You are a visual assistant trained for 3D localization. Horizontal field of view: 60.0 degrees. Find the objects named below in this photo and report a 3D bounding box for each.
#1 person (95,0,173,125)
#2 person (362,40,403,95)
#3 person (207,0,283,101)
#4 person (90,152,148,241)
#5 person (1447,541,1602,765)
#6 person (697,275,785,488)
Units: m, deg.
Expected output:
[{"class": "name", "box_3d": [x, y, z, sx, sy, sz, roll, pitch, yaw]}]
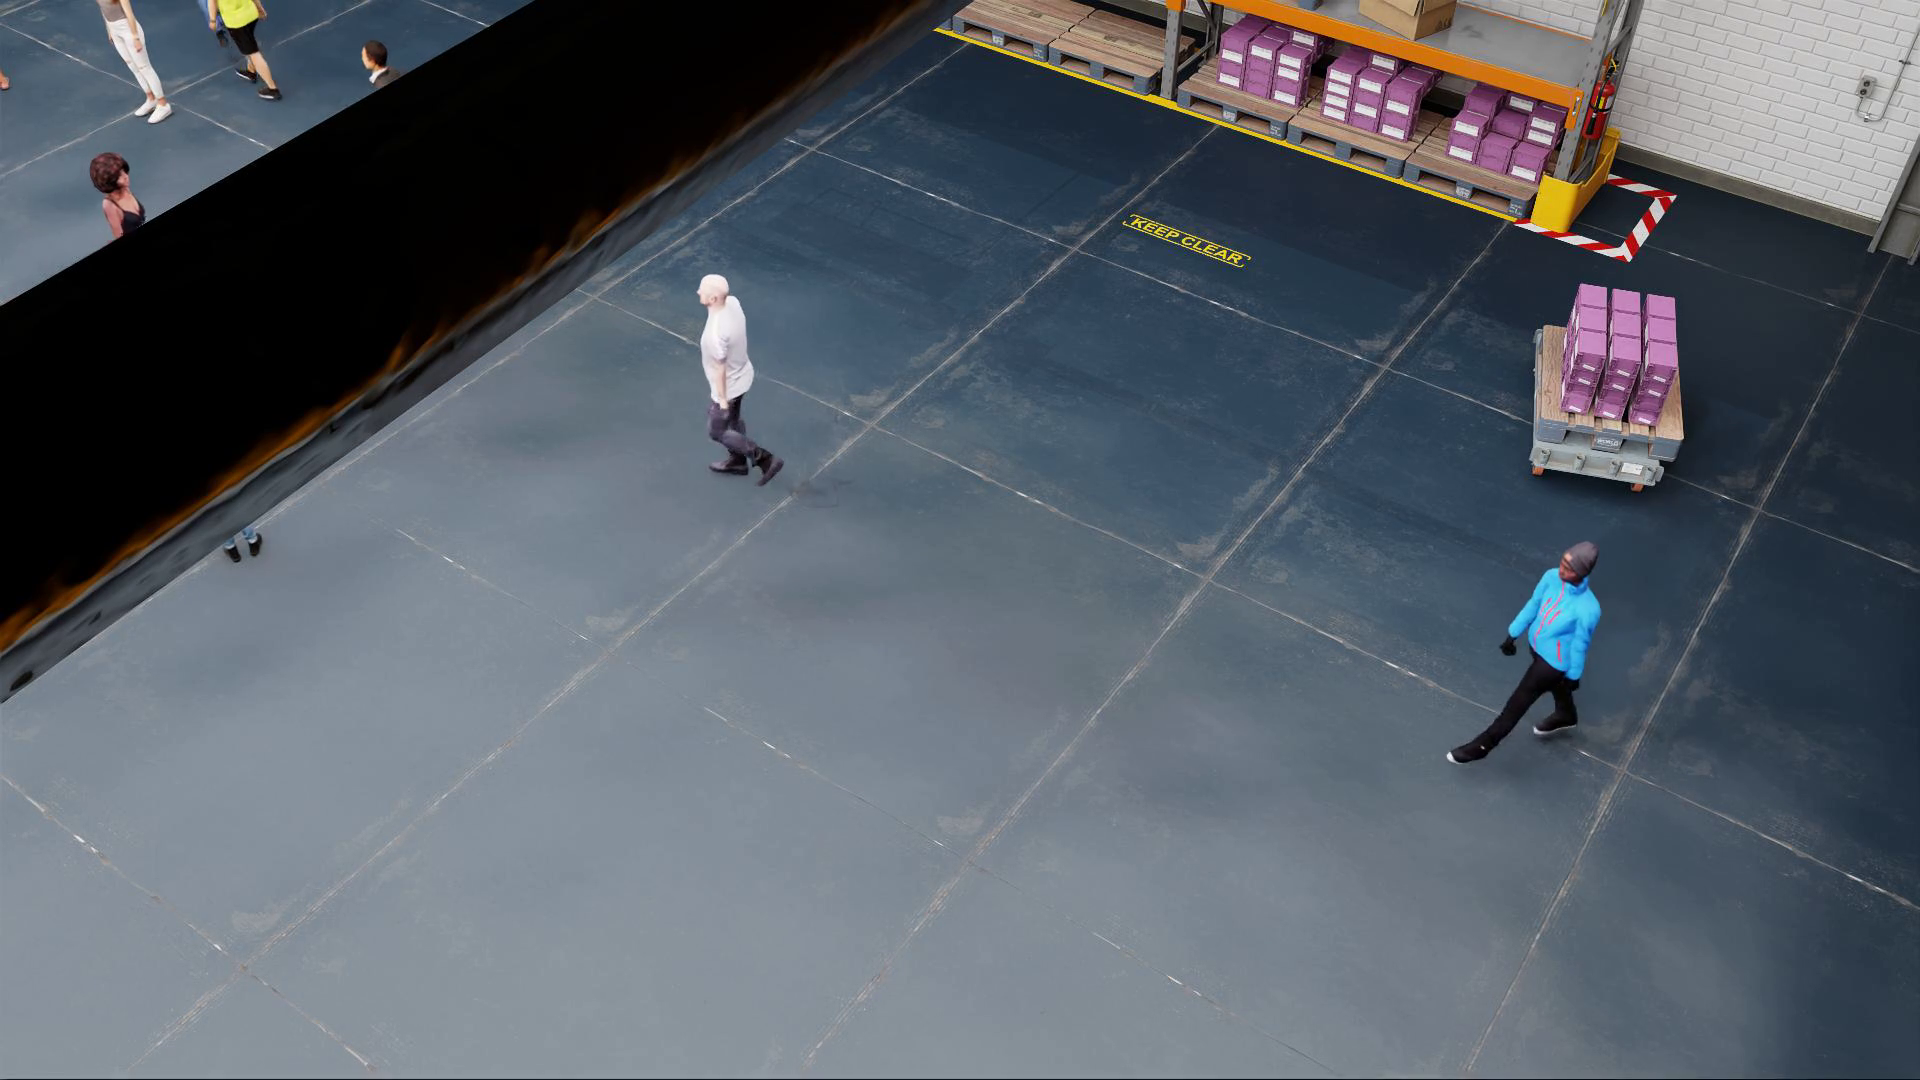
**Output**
[{"class": "person", "box_3d": [-8.018, -4.885, 16.007, 0.485, 1.716, 0.657, 22, 48, 21]}, {"class": "person", "box_3d": [-4.787, -3.499, 14.515, 1.227, 1.768, 1.089, -1, 44, -1]}, {"class": "person", "box_3d": [-6.986, -5.125, 16.290, 0.999, 1.673, 0.753, 16, 46, 16]}, {"class": "person", "box_3d": [-6.584, -2.244, 13.190, 0.779, 1.779, 0.722, -3, 44, -3]}, {"class": "person", "box_3d": [3.678, 0.680, 10.150, 1.178, 1.740, 1.202, -12, 45, -12]}, {"class": "person", "box_3d": [-1.581, -1.132, 11.994, 0.996, 1.819, 0.865, 8, 44, 8]}]
